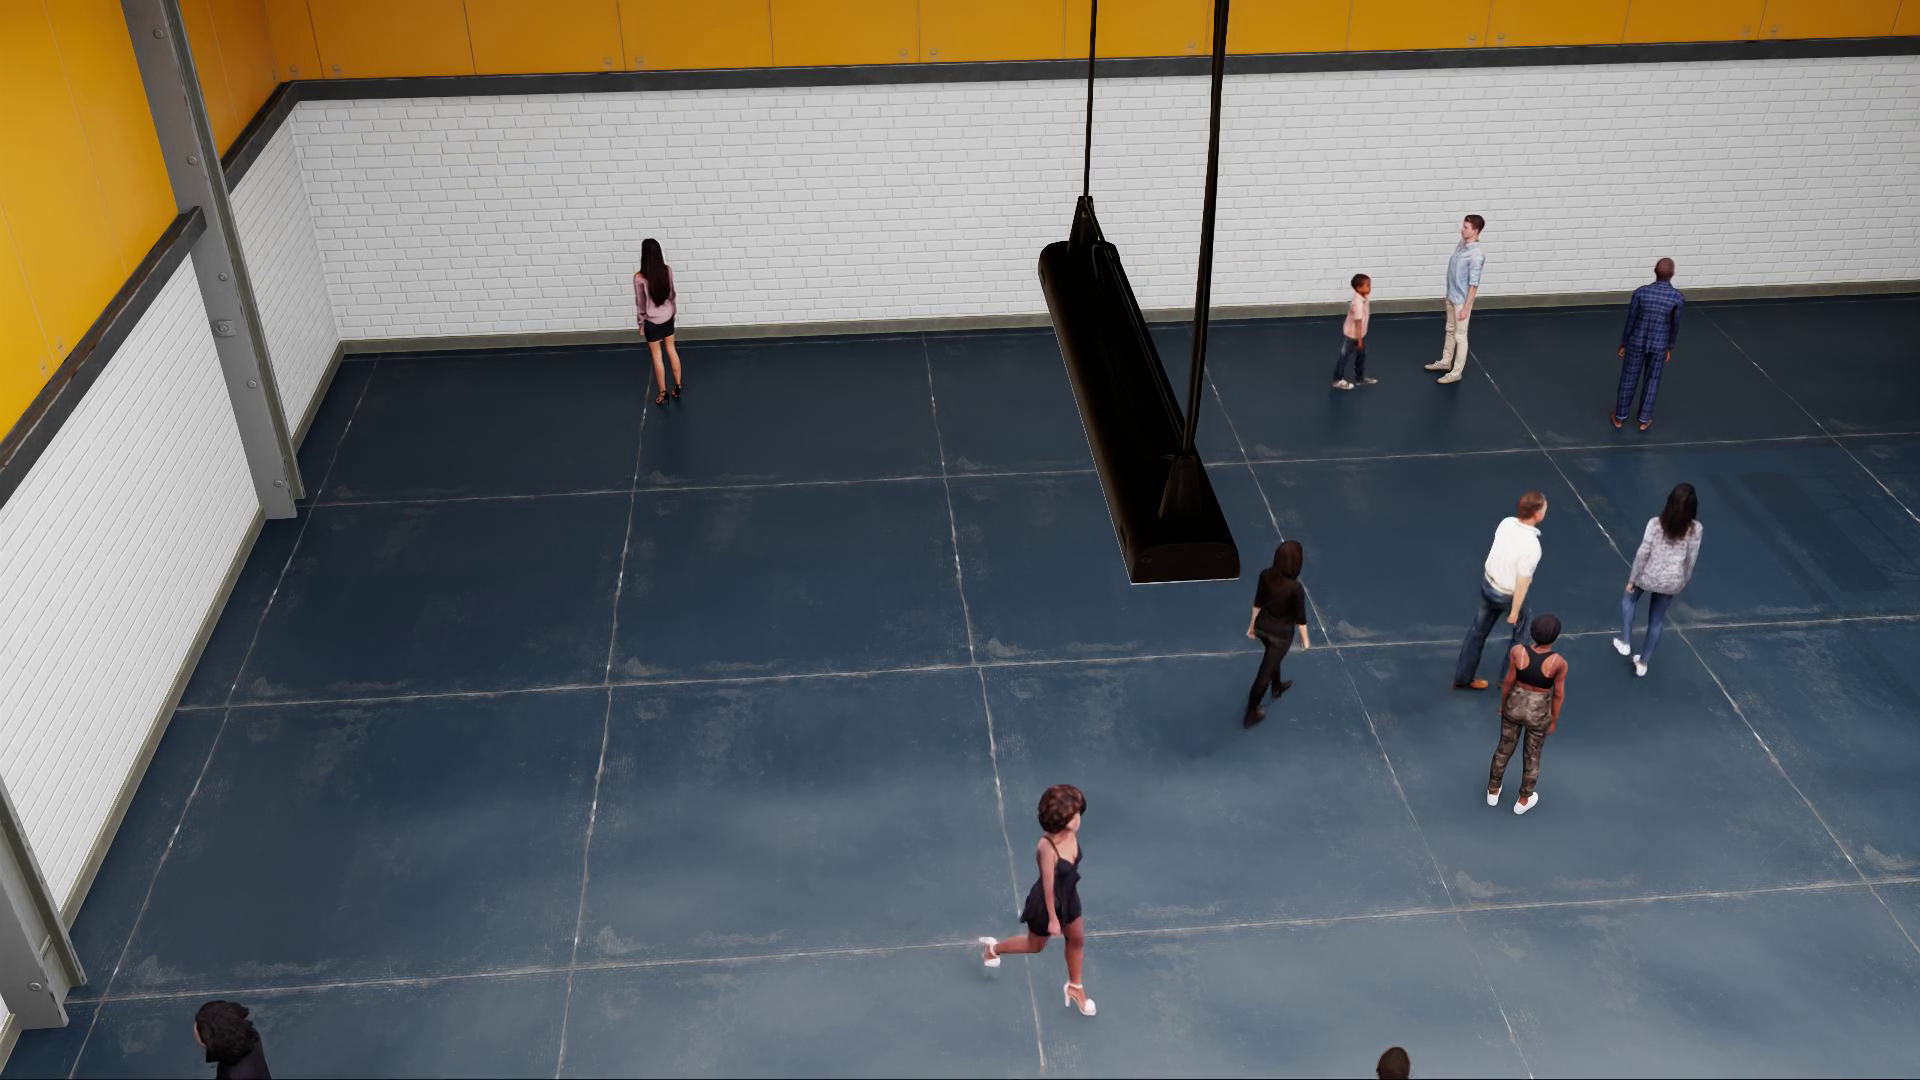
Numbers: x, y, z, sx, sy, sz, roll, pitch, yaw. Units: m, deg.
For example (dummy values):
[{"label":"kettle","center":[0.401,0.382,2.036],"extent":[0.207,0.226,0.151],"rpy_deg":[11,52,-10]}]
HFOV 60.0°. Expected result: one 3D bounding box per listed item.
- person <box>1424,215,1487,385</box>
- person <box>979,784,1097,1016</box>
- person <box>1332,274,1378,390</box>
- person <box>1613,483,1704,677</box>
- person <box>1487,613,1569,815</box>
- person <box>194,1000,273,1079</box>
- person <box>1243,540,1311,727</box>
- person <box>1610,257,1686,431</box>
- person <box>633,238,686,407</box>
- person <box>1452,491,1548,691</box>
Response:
[{"label":"person","center":[5.244,-2.536,17.395],"extent":[0.706,1.847,0.491],"rpy_deg":[-4,34,-6]},{"label":"person","center":[0.498,2.225,10.311],"extent":[1.040,1.760,1.050],"rpy_deg":[20,39,28]},{"label":"person","center":[4.053,-2.180,17.358],"extent":[0.723,1.296,0.708],"rpy_deg":[10,35,15]},{"label":"person","center":[5.539,0.358,13.165],"extent":[0.730,1.711,0.754],"rpy_deg":[5,34,8]},{"label":"person","center":[4.045,1.230,11.863],"extent":[0.665,1.700,0.705],"rpy_deg":[20,38,27]},{"label":"person","center":[-3.759,3.118,8.900],"extent":[0.737,1.835,0.525],"rpy_deg":[-8,35,-12]},{"label":"person","center":[2.340,0.748,12.667],"extent":[0.949,1.612,0.933],"rpy_deg":[-26,42,-34]},{"label":"person","center":[6.848,-1.955,16.547],"extent":[0.737,1.818,0.715],"rpy_deg":[9,35,13]},{"label":"person","center":[-3.069,-2.218,16.950],"extent":[0.703,1.811,0.721],"rpy_deg":[-25,41,-32]},{"label":"person","center":[4.142,0.442,12.931],"extent":[0.823,1.828,0.870],"rpy_deg":[-9,35,-14]}]
